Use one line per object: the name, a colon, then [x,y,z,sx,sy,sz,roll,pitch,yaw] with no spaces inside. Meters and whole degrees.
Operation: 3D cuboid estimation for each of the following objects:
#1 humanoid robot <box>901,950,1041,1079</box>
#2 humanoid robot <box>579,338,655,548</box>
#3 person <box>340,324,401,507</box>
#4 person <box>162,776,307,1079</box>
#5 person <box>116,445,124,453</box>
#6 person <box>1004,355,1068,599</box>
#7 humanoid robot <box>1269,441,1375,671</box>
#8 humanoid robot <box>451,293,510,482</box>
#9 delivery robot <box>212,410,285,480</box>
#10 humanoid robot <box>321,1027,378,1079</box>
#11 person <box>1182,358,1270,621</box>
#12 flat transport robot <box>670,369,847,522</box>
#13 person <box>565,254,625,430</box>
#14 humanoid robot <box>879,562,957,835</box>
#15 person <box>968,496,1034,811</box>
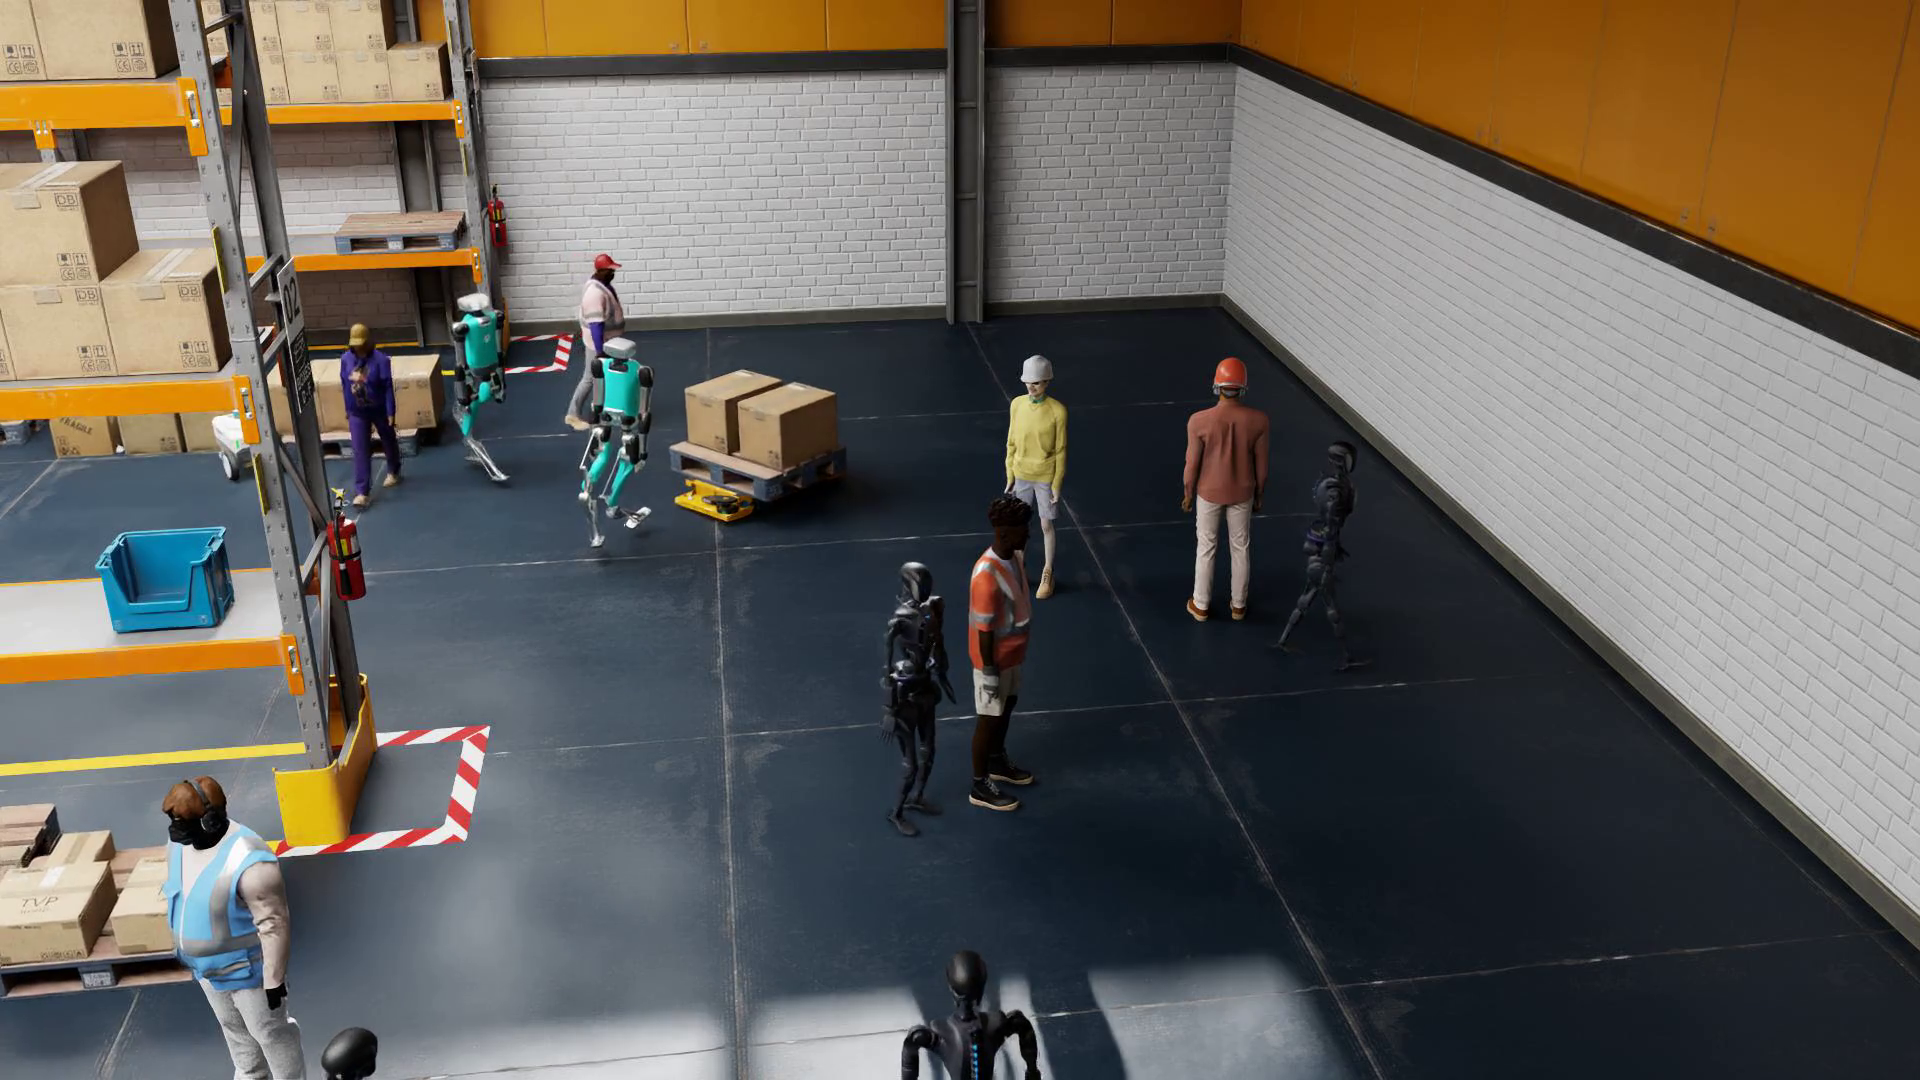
humanoid robot: [0.037,2.301,6.445,0.612,1.618,0.760,-6,24,-12]
humanoid robot: [-2.747,-0.683,13.121,0.580,1.726,1.035,7,25,16]
person: [-5.071,-1.105,14.279,0.471,1.561,0.887,-1,24,-3]
person: [-3.174,1.836,7.259,0.632,1.841,0.429,14,27,29]
person: [-7.945,-1.742,15.385,0.320,1.863,0.516,3,24,7]
person: [0.566,-0.482,12.482,0.472,1.892,0.385,10,26,21]
humanoid robot: [2.564,0.085,11.502,0.752,1.632,0.602,7,25,16]
humanoid robot: [-4.334,-1.348,14.663,1.036,1.738,0.547,16,28,31]
delivery robot: [-6.468,-0.886,15.083,0.525,0.614,0.785,-18,29,-35]
humanoid robot: [-2.191,2.447,6.124,0.616,1.624,0.749,4,24,10]
person: [1.915,-0.354,12.059,0.610,1.995,0.376,-1,24,-2]
flat transport robot: [-1.752,-0.519,14.578,0.659,0.231,1.431,18,29,35]
person: [-3.471,-1.899,15.950,0.793,1.727,0.665,-1,24,-1]
humanoid robot: [-0.240,0.889,9.620,0.356,1.653,0.613,16,28,32]
person: [0.242,0.654,9.811,0.365,1.958,0.605,8,25,18]
